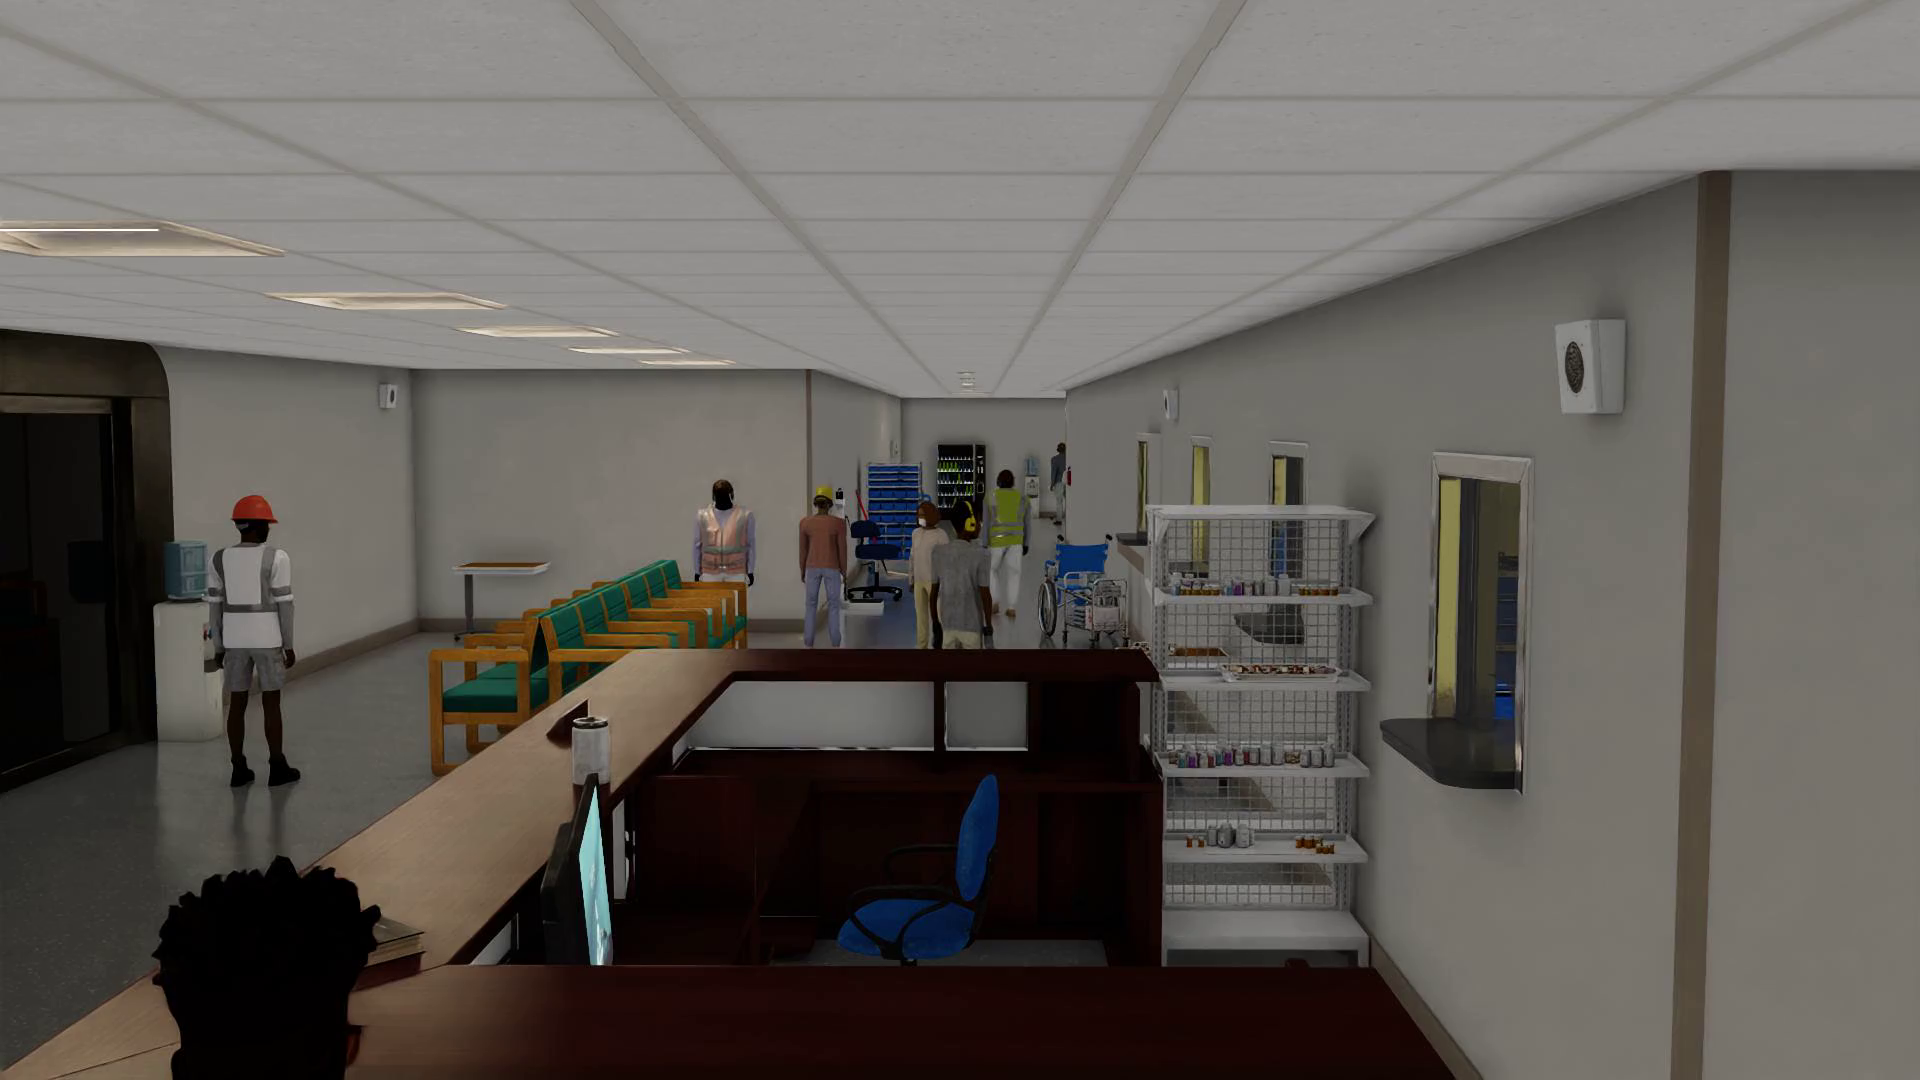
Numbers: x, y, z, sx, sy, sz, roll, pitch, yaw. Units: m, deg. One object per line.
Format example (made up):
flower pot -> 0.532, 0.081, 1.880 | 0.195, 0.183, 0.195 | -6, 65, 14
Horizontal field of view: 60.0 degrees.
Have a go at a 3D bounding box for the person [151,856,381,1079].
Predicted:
person -> -0.714, 1.316, 1.775 | 0.604, 1.959, 0.379 | -1, 4, -12

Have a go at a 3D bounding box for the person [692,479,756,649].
person -> -2.371, 0.311, 16.701 | 0.632, 1.842, 0.429 | 0, 4, -1

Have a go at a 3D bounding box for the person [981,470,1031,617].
person -> 0.558, 0.036, 20.708 | 0.654, 1.816, 0.694 | -1, 4, -10

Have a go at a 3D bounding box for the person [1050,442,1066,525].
person -> 2.391, -1.309, 38.794 | 0.627, 1.934, 0.370 | -2, 4, -22

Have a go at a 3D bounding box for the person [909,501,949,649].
person -> -0.321, 0.427, 16.521 | 0.498, 1.632, 0.285 | 4, 6, 43

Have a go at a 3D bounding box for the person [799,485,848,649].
person -> -1.422, 0.309, 17.339 | 0.522, 1.758, 0.349 | 1, 4, 9

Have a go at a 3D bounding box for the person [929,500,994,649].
person -> 0.021, 0.653, 11.744 | 0.512, 1.866, 0.330 | 2, 5, 31

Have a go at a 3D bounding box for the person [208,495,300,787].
person -> -4.681, 0.669, 11.041 | 0.545, 1.933, 0.376 | 0, 4, 1
